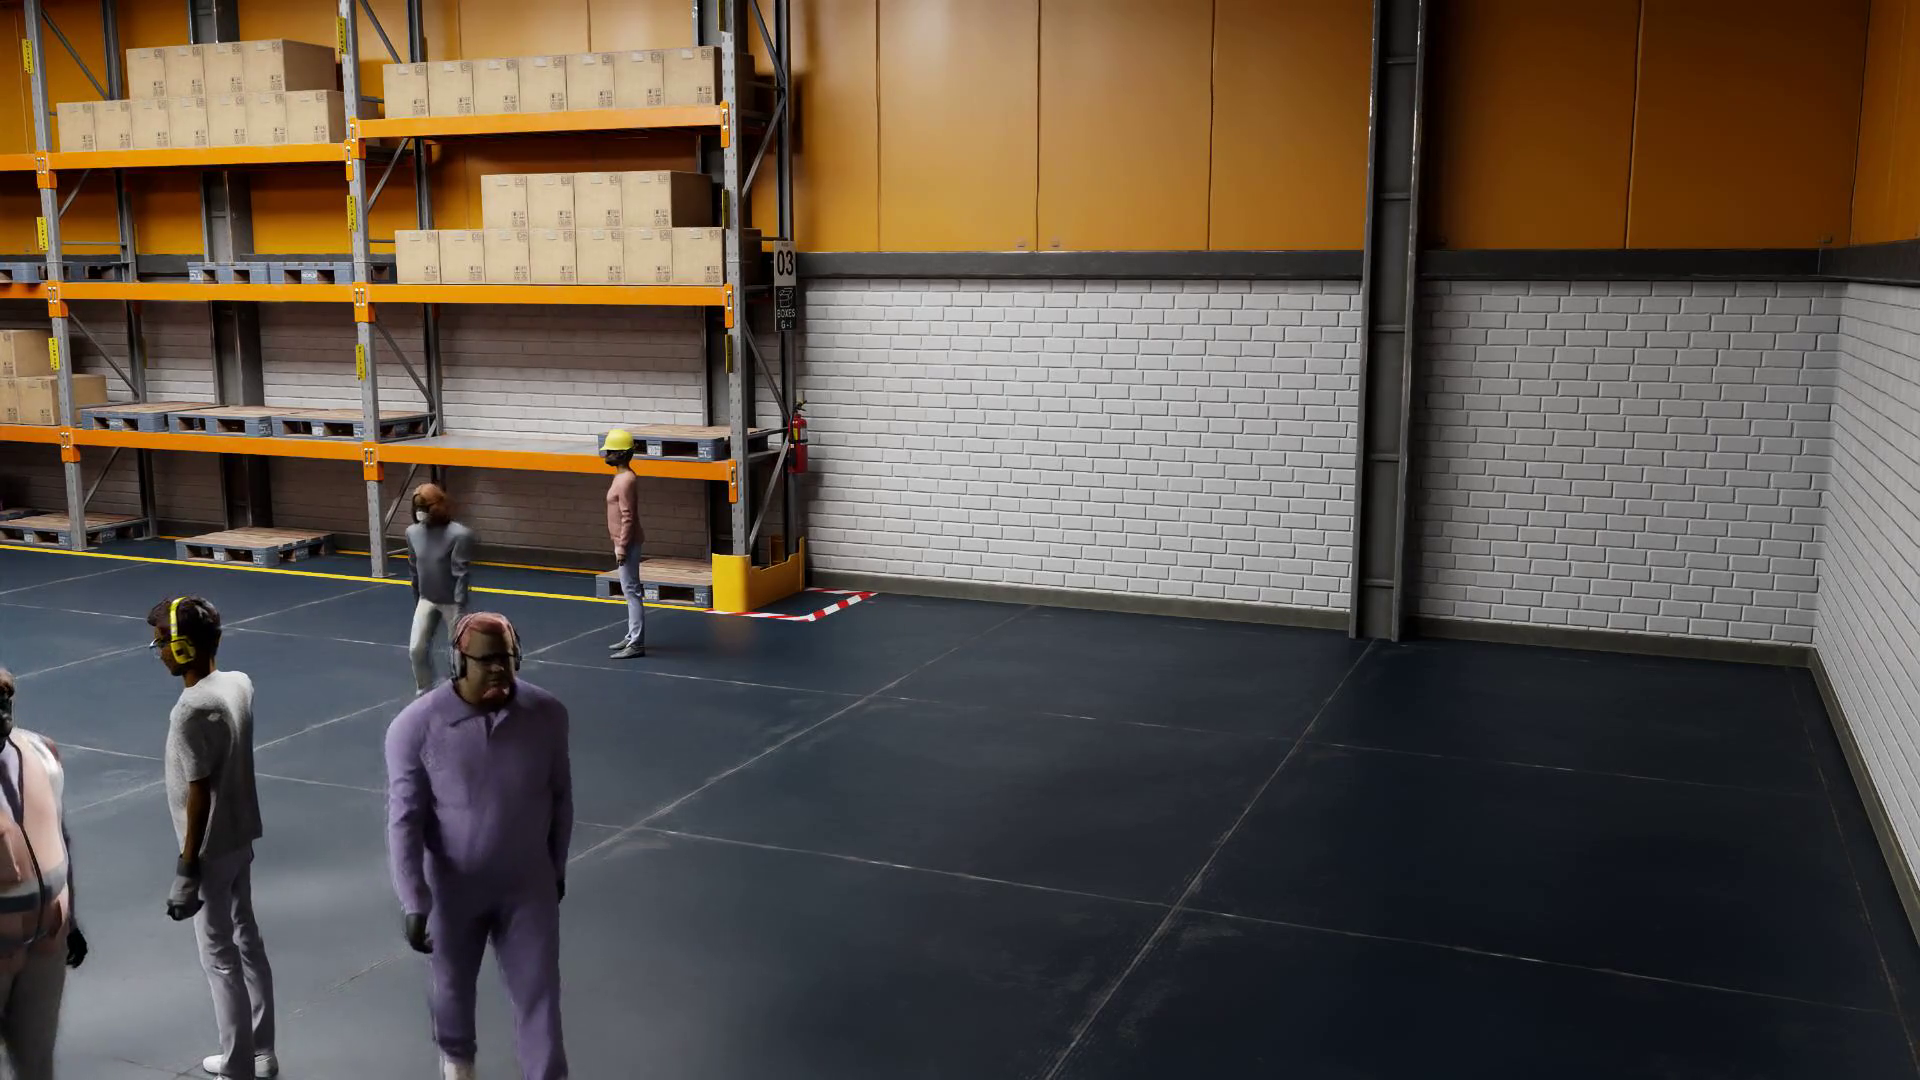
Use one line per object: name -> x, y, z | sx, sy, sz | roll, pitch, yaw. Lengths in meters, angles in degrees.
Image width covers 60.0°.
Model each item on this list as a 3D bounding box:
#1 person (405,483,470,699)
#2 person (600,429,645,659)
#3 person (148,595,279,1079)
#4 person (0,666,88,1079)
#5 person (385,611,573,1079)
person -> -3.400, 0.437, 10.814 | 0.503, 1.609, 0.581 | 3, 10, 15
person -> -2.587, 0.030, 12.792 | 0.312, 1.768, 0.522 | -2, 10, -11
person -> -2.678, 1.112, 5.941 | 0.329, 1.865, 0.515 | 0, 9, -2
person -> -2.969, 1.259, 5.117 | 0.429, 1.842, 0.631 | 3, 10, 19
person -> -1.614, 1.158, 5.701 | 0.645, 1.853, 1.011 | -5, 11, -27
